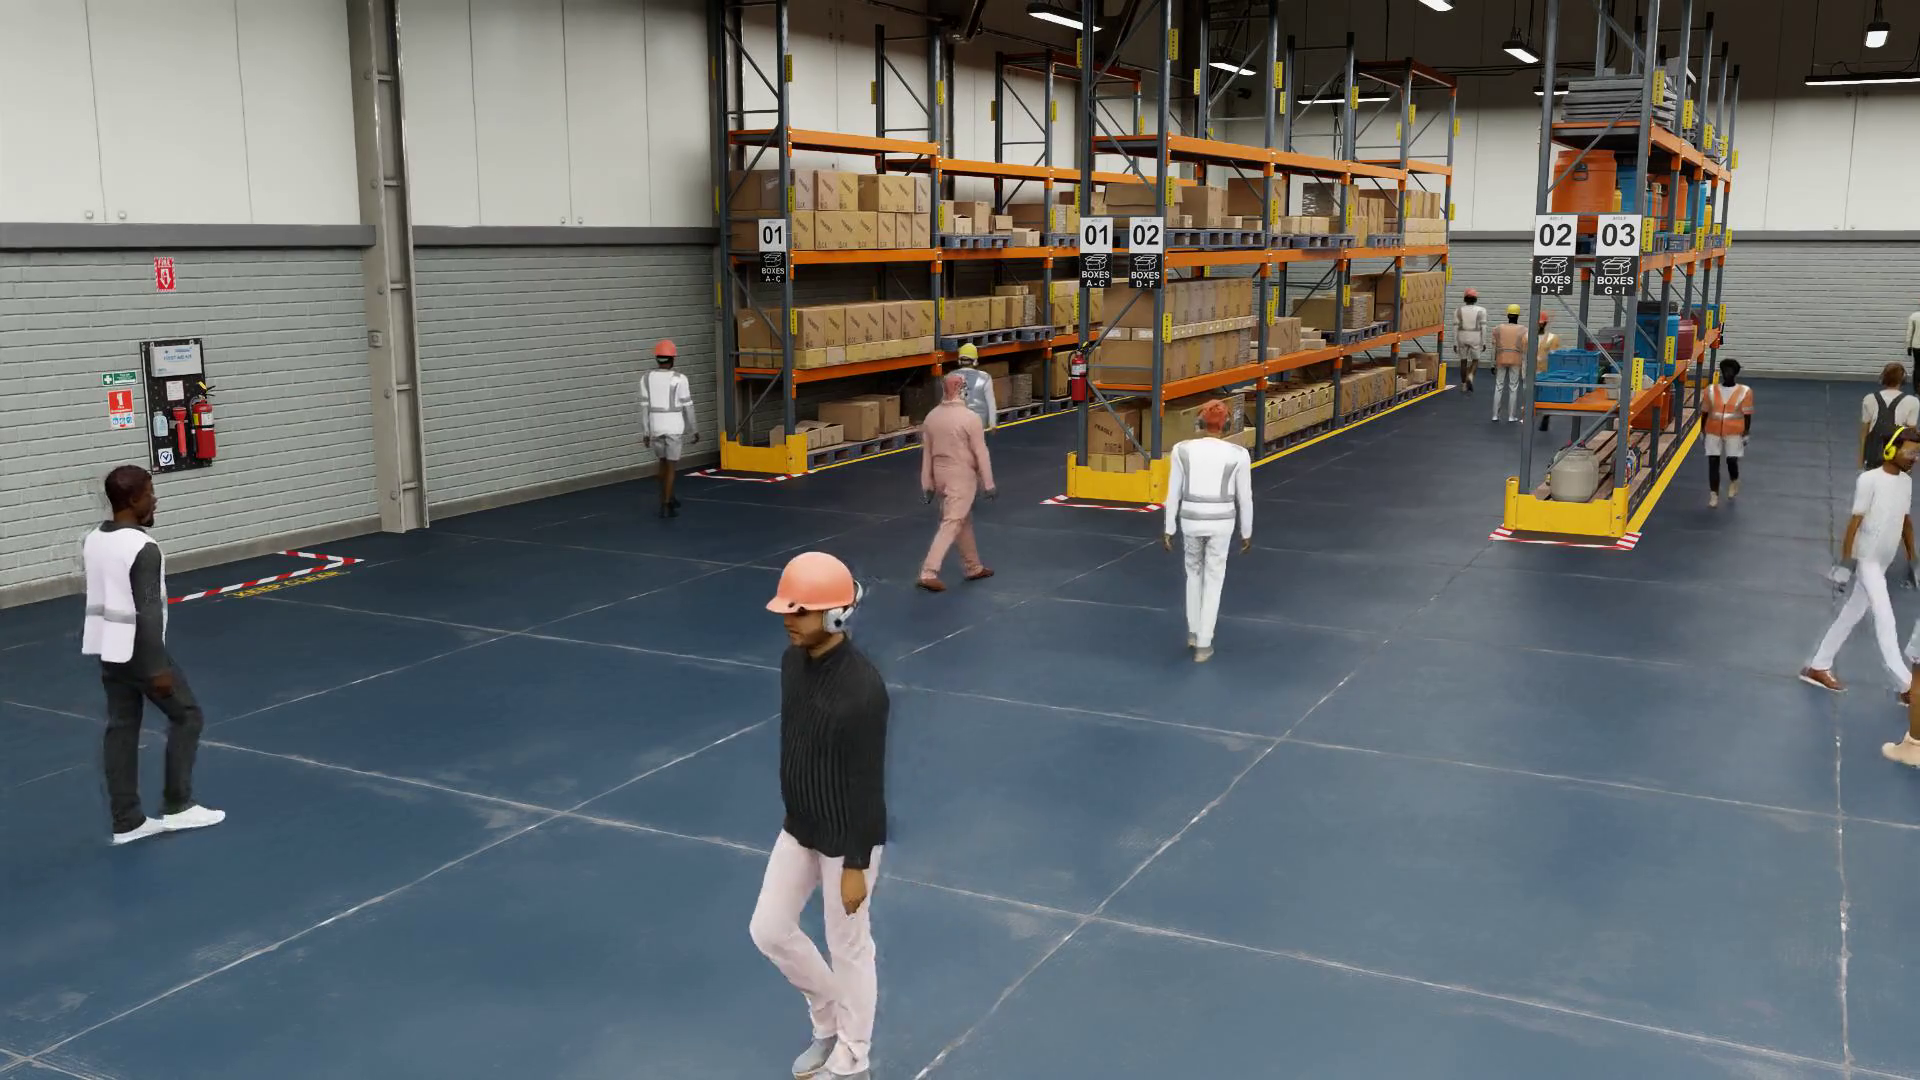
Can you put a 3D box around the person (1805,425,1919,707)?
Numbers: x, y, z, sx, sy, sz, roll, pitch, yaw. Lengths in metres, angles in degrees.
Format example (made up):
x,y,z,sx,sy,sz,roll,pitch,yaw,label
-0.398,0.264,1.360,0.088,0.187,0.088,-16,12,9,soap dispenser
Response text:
x,y,z,sx,sy,sz,roll,pitch,yaw,label
6.022,0.164,10.826,0.530,1.808,1.005,-6,12,-31,person

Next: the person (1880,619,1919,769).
x,y,z,sx,sy,sz,roll,pitch,yaw,label
5.553,0.381,9.125,0.617,2.009,0.958,-2,11,-10,person

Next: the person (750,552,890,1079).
x,y,z,sx,sy,sz,roll,pitch,yaw,label
-0.472,1.010,5.737,0.440,1.979,0.648,-7,13,-35,person

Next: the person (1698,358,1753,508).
x,y,z,sx,sy,sz,roll,pitch,yaw,label
8.570,-1.204,18.633,0.539,1.683,0.444,7,12,34,person

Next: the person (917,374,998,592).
x,y,z,sx,sy,sz,roll,pitch,yaw,label
-0.040,-0.499,14.332,1.003,1.862,0.643,-8,13,-38,person

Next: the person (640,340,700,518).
x,y,z,sx,sy,sz,roll,pitch,yaw,label
-3.130,-1.210,18.065,0.556,1.925,0.659,4,11,19,person

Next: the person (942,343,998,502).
x,y,z,sx,sy,sz,roll,pitch,yaw,label
0.138,-1.350,19.098,0.600,1.804,0.763,3,11,18,person

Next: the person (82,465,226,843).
x,y,z,sx,sy,sz,roll,pitch,yaw,label
-4.061,0.560,8.403,0.621,1.899,0.660,7,13,34,person

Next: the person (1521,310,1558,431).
x,y,z,sx,sy,sz,roll,pitch,yaw,label
8.868,-2.566,25.454,0.550,1.913,0.866,7,12,33,person

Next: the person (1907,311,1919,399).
x,y,z,sx,sy,sz,roll,pitch,yaw,label
17.963,-3.606,30.915,0.652,1.975,0.548,9,14,41,person

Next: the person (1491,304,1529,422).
x,y,z,sx,sy,sz,roll,pitch,yaw,label
8.978,-2.885,27.170,0.586,1.921,0.384,6,12,29,person

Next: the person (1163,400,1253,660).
x,y,z,sx,sy,sz,roll,pitch,yaw,label
1.827,-0.095,12.081,0.620,1.859,0.757,4,11,19,person

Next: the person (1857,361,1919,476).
x,y,z,sx,sy,sz,roll,pitch,yaw,label
8.937,-0.808,16.066,0.522,1.838,0.375,9,14,40,person

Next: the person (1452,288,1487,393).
x,y,z,sx,sy,sz,roll,pitch,yaw,label
9.816,-3.839,32.051,0.640,2.029,0.441,4,11,22,person
